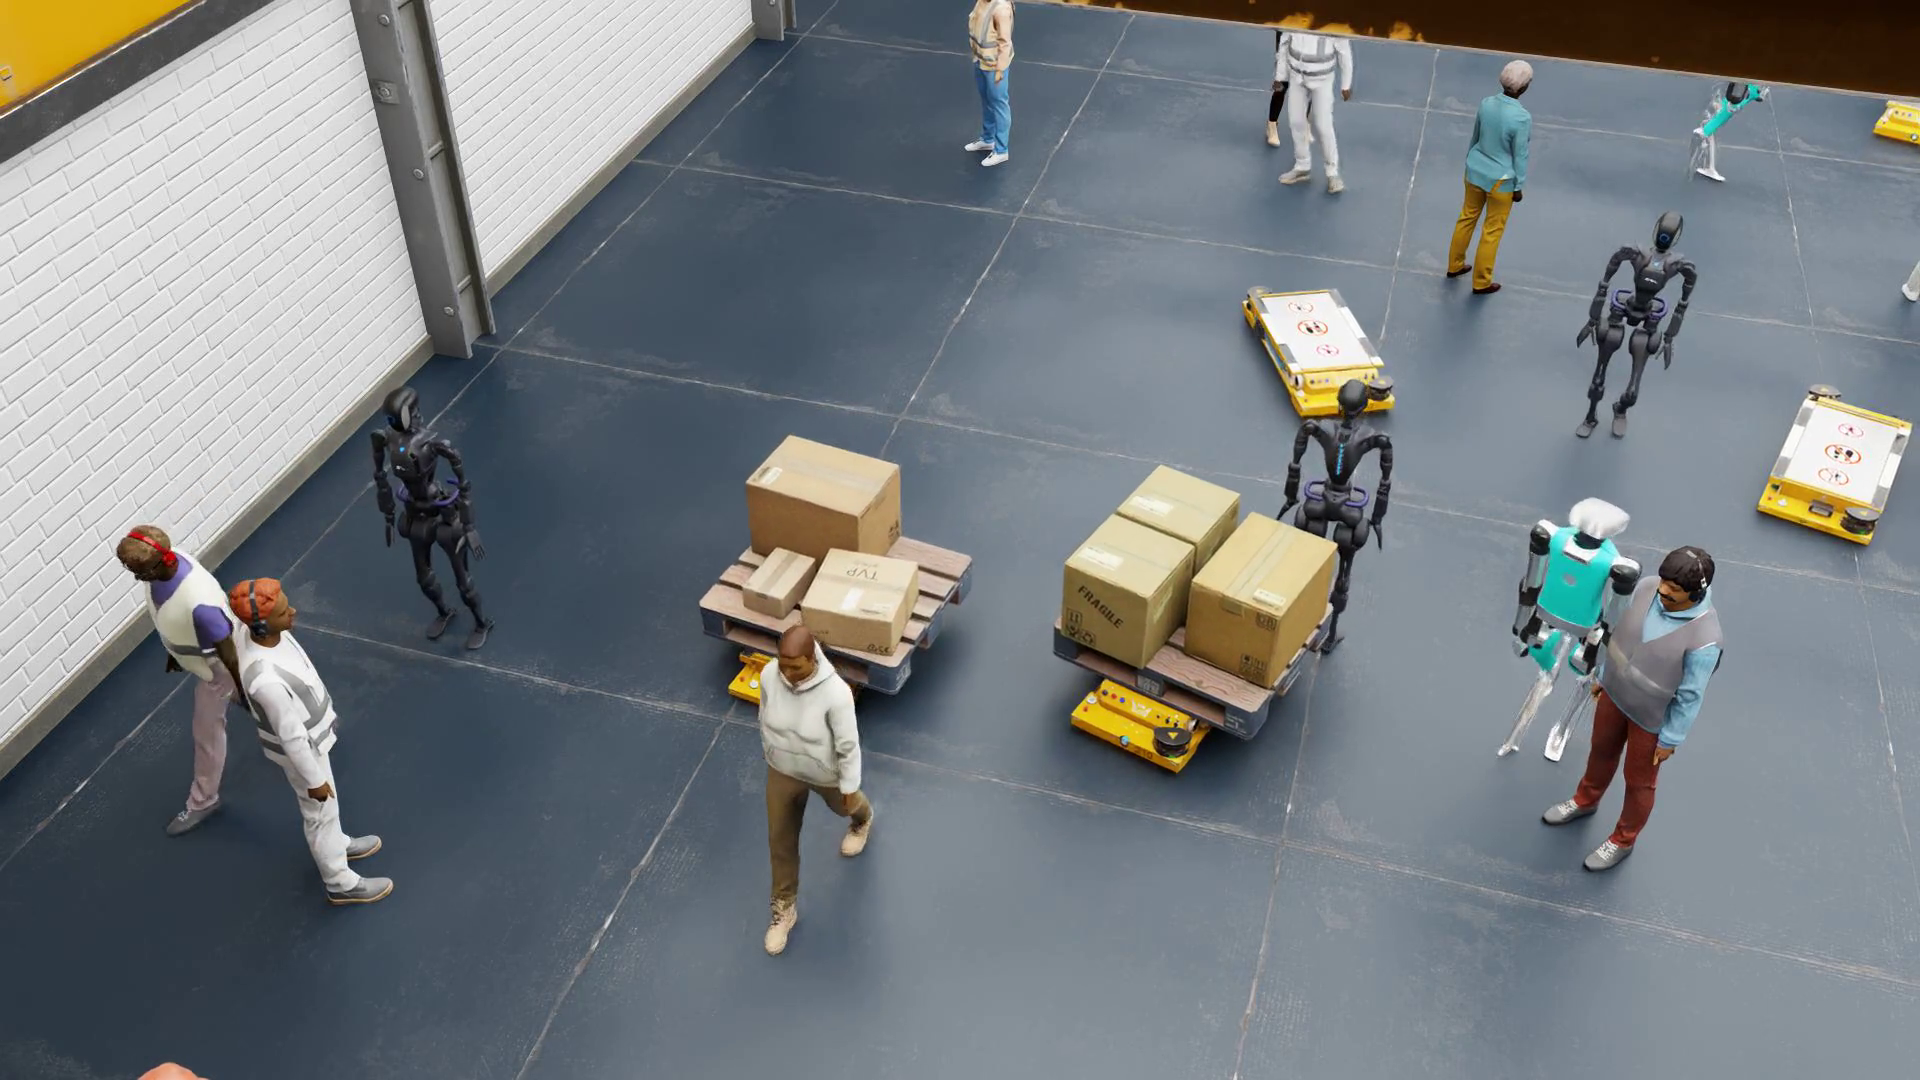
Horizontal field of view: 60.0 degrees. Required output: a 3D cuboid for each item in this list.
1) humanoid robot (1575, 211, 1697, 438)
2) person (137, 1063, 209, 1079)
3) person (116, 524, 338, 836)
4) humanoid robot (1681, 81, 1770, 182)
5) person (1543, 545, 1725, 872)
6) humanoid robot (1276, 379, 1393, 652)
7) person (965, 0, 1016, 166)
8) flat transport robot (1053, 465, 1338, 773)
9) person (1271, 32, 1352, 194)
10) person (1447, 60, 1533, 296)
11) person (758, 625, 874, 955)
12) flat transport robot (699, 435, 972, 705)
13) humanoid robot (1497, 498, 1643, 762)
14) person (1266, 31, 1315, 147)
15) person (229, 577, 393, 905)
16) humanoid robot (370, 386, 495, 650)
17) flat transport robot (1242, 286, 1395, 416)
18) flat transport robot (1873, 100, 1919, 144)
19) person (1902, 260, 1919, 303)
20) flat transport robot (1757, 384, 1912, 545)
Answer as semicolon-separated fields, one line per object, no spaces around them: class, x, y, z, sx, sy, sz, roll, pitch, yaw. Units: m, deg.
humanoid robot;4.262;-1.365;10.575;0.587;1.644;0.370;13;41;16
person;-2.479;2.430;5.657;0.549;1.928;0.375;2;39;2
person;-3.614;0.581;8.074;0.943;1.785;0.581;-29;47;-31
humanoid robot;6.240;-3.649;13.462;0.544;1.891;0.750;-26;45;-28
person;3.205;0.767;7.775;0.412;1.873;0.538;-14;41;-17
humanoid robot;2.044;-0.170;9.095;0.595;1.644;0.500;12;40;15
person;0.269;-3.967;13.779;0.377;1.723;0.485;-15;41;-17
flat transport robot;1.256;0.668;9.173;0.659;0.231;1.431;23;44;26
person;2.849;-3.709;13.354;0.667;1.854;0.425;32;48;33
person;3.884;-2.631;12.101;0.342;1.749;0.526;-21;43;-24
person;-0.656;1.007;7.591;0.533;1.721;0.921;12;40;14
flat transport robot;-0.669;0.467;9.423;0.659;0.231;1.431;16;42;19
humanoid robot;3.094;0.441;8.295;0.531;1.784;0.777;31;48;33
person;2.882;-4.136;14.015;0.532;1.691;0.322;-5;39;-7
person;-2.982;0.918;7.575;0.347;1.882;0.582;-16;41;-19
humanoid robot;-2.858;-0.110;9.014;0.601;1.652;0.328;9;40;10
flat transport robot;2.502;-1.358;11.693;0.659;0.231;1.431;-5;39;-7
flat transport robot;8.670;-3.866;14.813;0.659;0.231;1.431;24;45;27
person;7.253;-2.426;11.932;0.517;1.632;0.312;16;41;19
flat transport robot;5.616;-0.503;10.631;0.659;0.231;1.431;22;44;25
